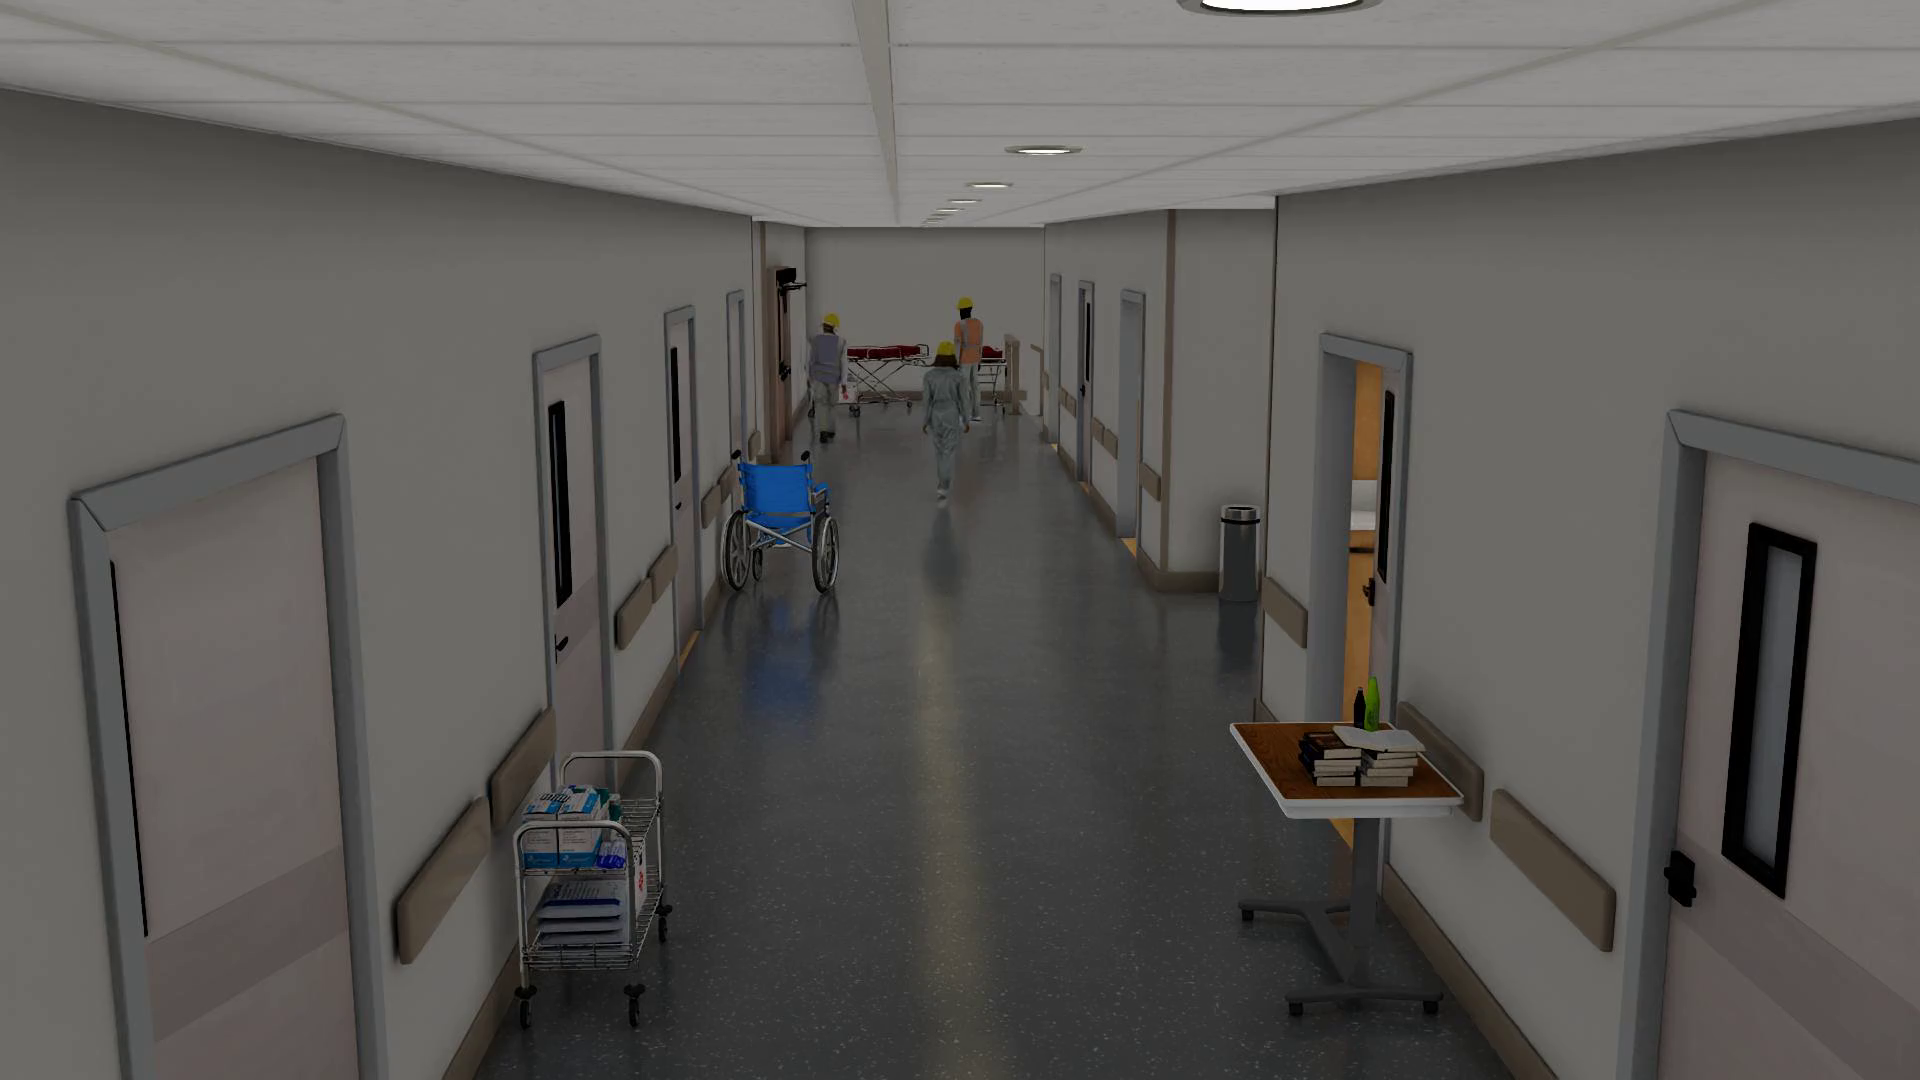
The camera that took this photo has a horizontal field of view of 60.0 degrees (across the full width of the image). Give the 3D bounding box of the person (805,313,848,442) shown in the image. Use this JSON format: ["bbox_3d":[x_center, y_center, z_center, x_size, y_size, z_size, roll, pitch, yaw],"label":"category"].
[{"bbox_3d":[-1.859,-2.268,23.215,0.592,1.786,0.905,-1,10,-6],"label":"person"}]

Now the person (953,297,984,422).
[{"bbox_3d":[0.107,-2.777,25.676,0.397,1.920,0.586,10,14,43],"label":"person"}]

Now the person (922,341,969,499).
[{"bbox_3d":[-0.164,-1.316,18.140,0.499,1.702,0.894,2,10,12],"label":"person"}]
